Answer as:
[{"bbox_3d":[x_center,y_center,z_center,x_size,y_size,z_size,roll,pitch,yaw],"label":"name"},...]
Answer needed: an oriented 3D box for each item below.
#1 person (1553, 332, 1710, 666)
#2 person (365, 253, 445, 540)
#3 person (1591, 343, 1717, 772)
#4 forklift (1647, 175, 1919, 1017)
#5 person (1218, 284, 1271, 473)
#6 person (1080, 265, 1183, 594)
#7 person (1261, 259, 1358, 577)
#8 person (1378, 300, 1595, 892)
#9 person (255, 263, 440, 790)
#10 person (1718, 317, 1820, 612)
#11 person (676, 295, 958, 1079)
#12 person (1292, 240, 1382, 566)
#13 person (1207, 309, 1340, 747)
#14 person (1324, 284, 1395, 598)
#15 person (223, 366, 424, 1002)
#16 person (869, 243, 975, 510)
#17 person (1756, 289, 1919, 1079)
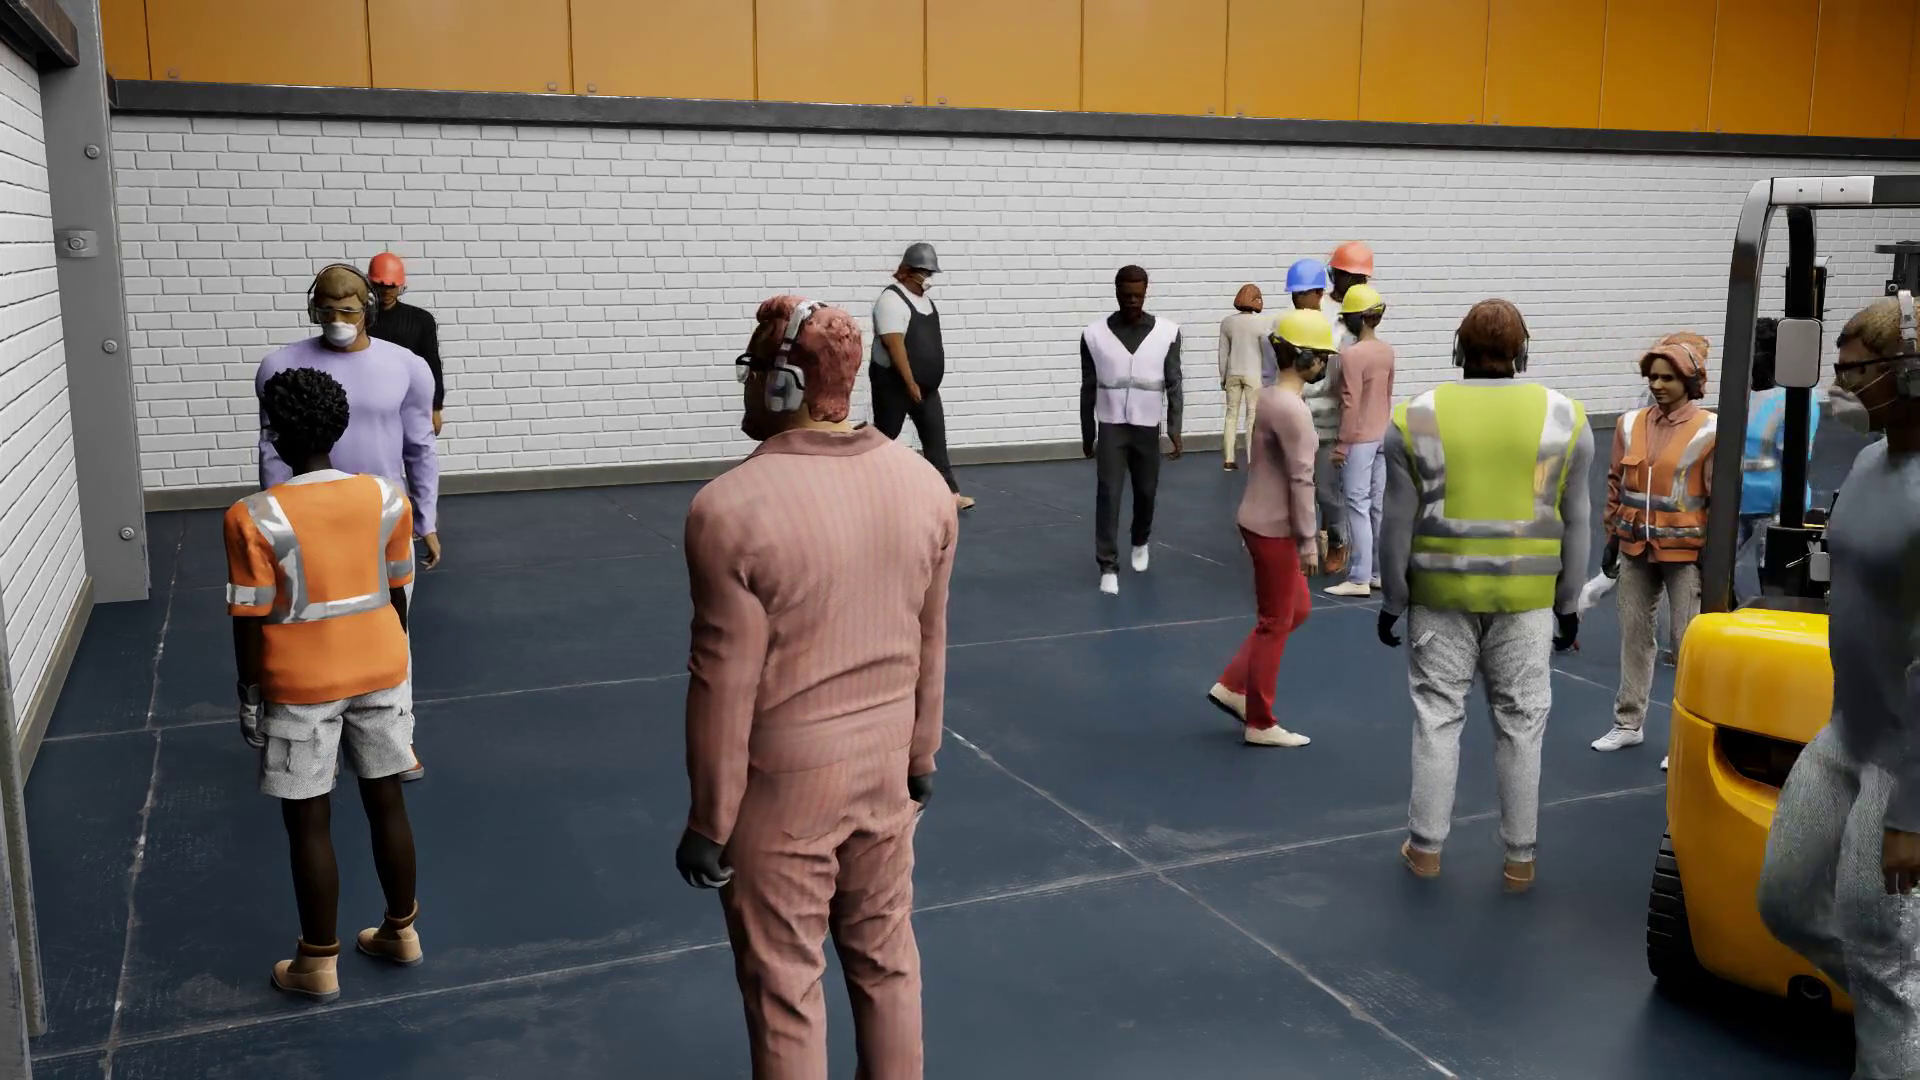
[{"bbox_3d":[3.253,-0.188,7.875,0.745,1.600,0.503,3,11,16],"label":"person"},{"bbox_3d":[-3.675,-0.885,10.794,0.665,1.941,1.023,-2,11,-12],"label":"person"},{"bbox_3d":[2.707,0.060,6.401,0.310,1.633,0.518,-7,12,-33],"label":"person"},{"bbox_3d":[2.810,0.094,4.662,1.214,2.155,2.313,7,12,34],"label":"forklift"},{"bbox_3d":[2.479,-1.400,14.438,0.507,1.631,0.266,8,13,37],"label":"person"},{"bbox_3d":[0.995,-0.673,9.782,0.597,1.885,0.861,0,10,0],"label":"person"},{"bbox_3d":[2.039,-0.669,9.654,0.608,1.916,0.901,6,12,29],"label":"person"},{"bbox_3d":[1.632,0.182,5.227,0.638,1.843,0.514,2,11,13],"label":"person"},{"bbox_3d":[-2.237,-0.044,6.145,0.627,1.933,0.374,-4,11,-21],"label":"person"},{"bbox_3d":[3.532,-0.144,7.378,0.368,1.681,0.548,-4,11,-23],"label":"person"},{"bbox_3d":[-0.306,0.473,3.362,0.409,1.906,0.651,10,14,44],"label":"person"},{"bbox_3d":[2.275,-0.849,10.345,0.651,2.012,0.671,-2,11,-12],"label":"person"},{"bbox_3d":[1.288,-0.034,6.582,0.387,1.748,0.538,0,10,0],"label":"person"},{"bbox_3d":[2.264,-0.558,9.440,0.330,1.765,0.533,9,13,40],"label":"person"},{"bbox_3d":[-1.693,0.383,4.465,0.321,1.690,0.529,9,14,41],"label":"person"},{"bbox_3d":[-0.313,-1.189,12.156,0.944,2.000,0.701,7,12,32],"label":"person"},{"bbox_3d":[1.921,0.462,3.378,0.465,1.922,0.651,1,10,8],"label":"person"}]
